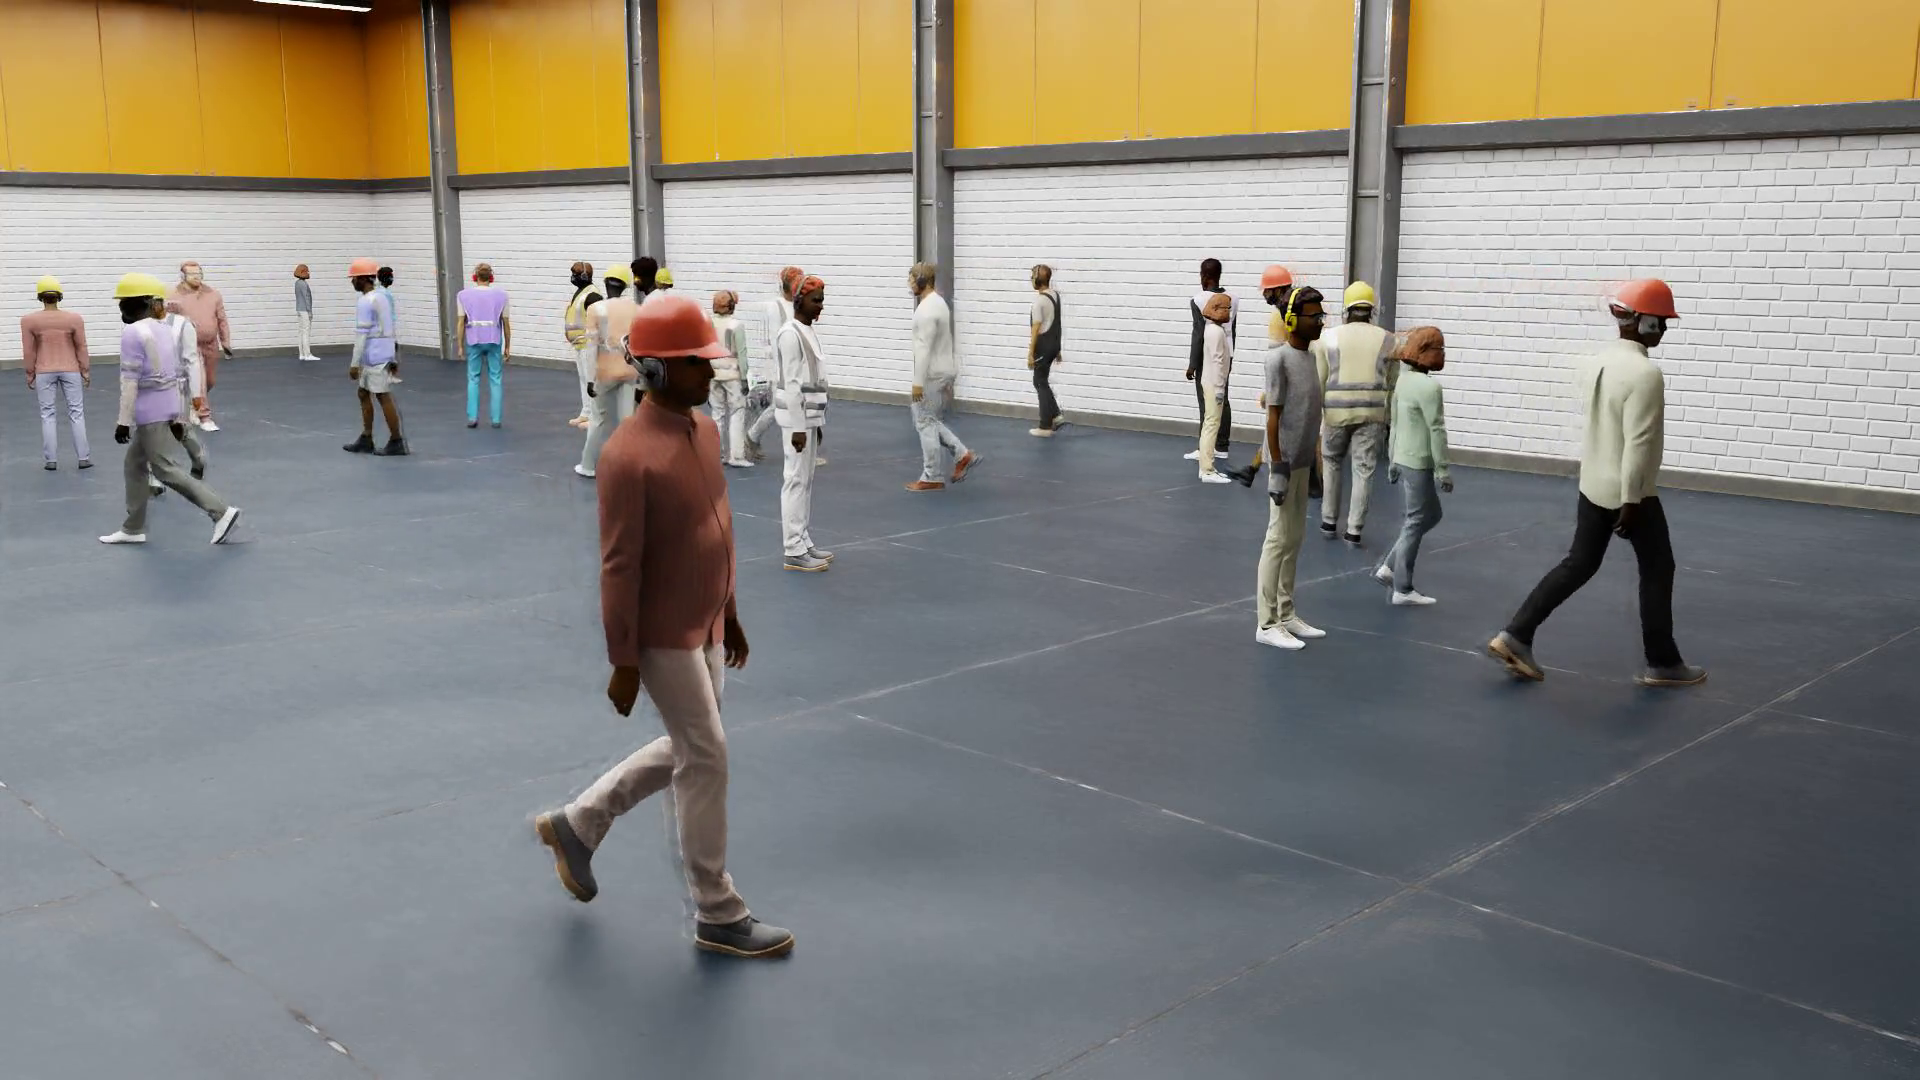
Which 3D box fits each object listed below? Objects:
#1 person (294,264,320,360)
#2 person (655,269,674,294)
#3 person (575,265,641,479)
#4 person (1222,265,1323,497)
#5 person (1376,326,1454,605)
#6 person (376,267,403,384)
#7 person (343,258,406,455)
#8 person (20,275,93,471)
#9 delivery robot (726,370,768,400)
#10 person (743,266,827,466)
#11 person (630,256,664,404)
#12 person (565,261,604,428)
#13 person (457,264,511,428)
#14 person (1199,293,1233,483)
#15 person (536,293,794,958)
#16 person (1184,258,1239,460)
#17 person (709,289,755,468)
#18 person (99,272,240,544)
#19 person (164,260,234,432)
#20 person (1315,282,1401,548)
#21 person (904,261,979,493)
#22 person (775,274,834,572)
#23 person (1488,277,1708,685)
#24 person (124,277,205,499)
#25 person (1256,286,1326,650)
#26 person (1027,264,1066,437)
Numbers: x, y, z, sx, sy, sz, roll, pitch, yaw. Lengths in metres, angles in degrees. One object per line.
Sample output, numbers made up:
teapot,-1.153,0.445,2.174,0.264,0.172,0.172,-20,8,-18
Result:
person,-11.210,-3.891,28.476,0.283,1.633,0.500,-9,13,-39
person,-4.000,-2.765,22.174,0.344,1.694,0.713,-4,11,-20
person,-3.049,-1.452,14.536,0.610,1.868,0.869,-8,13,-38
person,2.613,-1.303,13.673,0.971,1.876,0.557,6,12,29
person,2.666,-0.416,9.556,0.352,1.619,0.508,0,10,-1
person,-8.255,-3.075,23.876,0.412,1.681,0.559,-5,12,-26
person,-5.764,-1.755,16.066,0.787,1.907,0.575,0,10,-1
person,-8.218,-1.516,15.152,0.530,1.772,0.302,-5,12,-26
delivery robot,-2.694,-1.922,20.422,0.707,0.478,0.477,7,12,34
person,-1.645,-1.621,15.491,0.807,1.857,0.560,7,13,34
person,-2.888,-1.702,15.721,0.514,1.932,0.610,-1,10,-6
person,-4.168,-2.166,18.496,0.430,1.845,0.619,-6,12,-28
person,-5.266,-2.141,18.447,0.586,1.820,0.444,-3,11,-17
person,2.224,-1.315,14.426,0.271,1.632,0.508,1,10,3
person,-0.921,0.252,4.955,0.812,1.973,0.608,2,11,13
person,2.398,-1.712,15.814,0.593,1.919,0.391,-9,14,-40
person,-2.150,-1.479,15.310,0.527,1.639,0.307,8,13,36
person,-5.489,-0.890,11.430,0.910,1.889,0.584,-2,11,-9
person,-8.442,-2.153,18.347,0.895,1.874,0.640,8,13,37
person,2.729,-0.879,11.562,0.625,1.806,0.763,1,10,7
person,-0.190,-1.342,13.797,0.513,1.919,0.653,1,10,4
person,-1.000,-0.750,10.660,0.354,1.886,0.572,1,10,5
person,3.043,-0.261,7.847,0.999,1.951,0.624,-1,10,-6
person,-6.554,-1.272,13.752,0.598,1.800,0.848,-1,10,-5
person,1.752,-0.379,8.672,0.328,1.873,0.519,7,12,33
person,0.870,-1.998,17.607,0.396,1.832,0.553,6,12,30
